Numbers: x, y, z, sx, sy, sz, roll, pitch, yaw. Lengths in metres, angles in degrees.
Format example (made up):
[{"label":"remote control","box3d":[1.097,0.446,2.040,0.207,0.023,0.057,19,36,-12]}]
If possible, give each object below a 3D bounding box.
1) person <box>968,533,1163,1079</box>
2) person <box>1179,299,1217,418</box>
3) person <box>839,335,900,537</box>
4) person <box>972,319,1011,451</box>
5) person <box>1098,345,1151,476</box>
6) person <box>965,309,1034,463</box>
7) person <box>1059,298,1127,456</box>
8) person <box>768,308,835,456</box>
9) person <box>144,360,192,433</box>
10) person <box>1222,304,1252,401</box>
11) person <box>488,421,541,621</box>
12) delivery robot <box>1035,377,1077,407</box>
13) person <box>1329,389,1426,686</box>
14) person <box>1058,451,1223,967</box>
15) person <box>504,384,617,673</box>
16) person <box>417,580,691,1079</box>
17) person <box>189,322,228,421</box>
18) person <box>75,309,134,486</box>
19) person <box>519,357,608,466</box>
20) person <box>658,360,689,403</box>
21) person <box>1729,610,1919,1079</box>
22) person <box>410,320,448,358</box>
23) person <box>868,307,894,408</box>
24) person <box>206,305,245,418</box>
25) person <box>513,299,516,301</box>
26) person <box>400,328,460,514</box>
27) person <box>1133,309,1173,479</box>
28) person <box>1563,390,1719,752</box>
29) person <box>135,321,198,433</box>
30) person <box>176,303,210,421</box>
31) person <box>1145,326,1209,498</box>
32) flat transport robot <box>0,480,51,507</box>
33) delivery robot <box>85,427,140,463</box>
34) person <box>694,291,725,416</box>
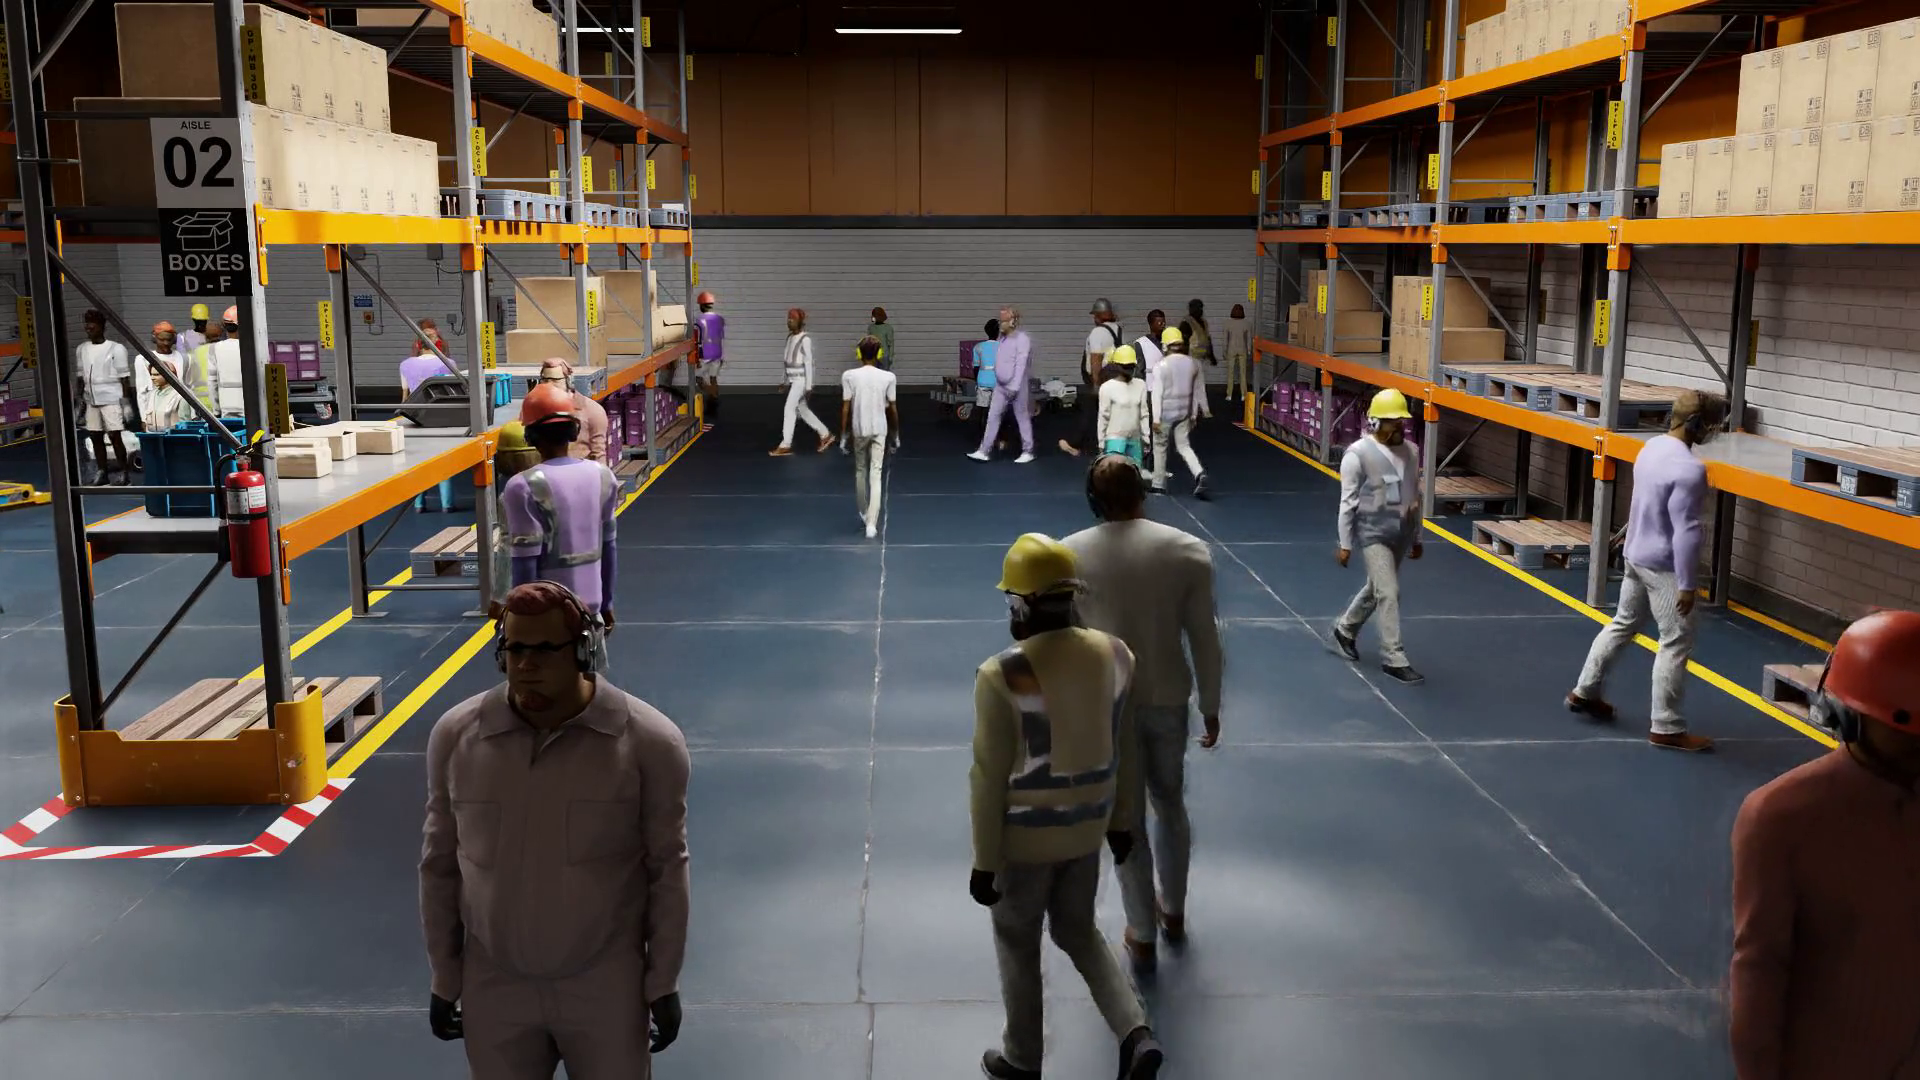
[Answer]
[{"label":"person","box3d":[0.319,0.886,5.066,0.620,1.810,0.620,-7,12,-35]},{"label":"person","box3d":[3.634,-2.780,25.489,0.664,1.805,0.678,7,12,35]},{"label":"person","box3d":[-0.835,-0.975,15.381,0.554,1.819,0.989,0,10,-1]},{"label":"person","box3d":[0.419,-1.986,21.368,0.535,1.697,0.322,4,11,20]},{"label":"person","box3d":[1.468,-0.952,15.463,0.527,1.745,0.622,-6,12,-31]},{"label":"person","box3d":[0.524,-1.830,20.041,0.937,1.866,0.646,-8,13,-36]},{"label":"person","box3d":[1.740,-2.034,20.676,1.009,2.000,0.702,9,14,42]},{"label":"person","box3d":[-1.996,-2.003,21.040,0.905,1.857,0.573,-4,11,-23]},{"label":"person","box3d":[-7.027,-0.778,14.798,0.522,1.640,0.306,4,11,23]},{"label":"person","box3d":[4.681,-3.163,28.104,0.499,1.633,0.286,1,10,5]},{"label":"person","box3d":[-2.342,0.229,8.915,0.425,1.738,0.503,3,11,18]},{"label":"delivery robot","box3d":[1.507,-2.332,26.218,0.477,0.478,0.707,-8,13,-39]},{"label":"person","box3d":[2.606,-0.057,10.352,0.599,1.796,0.889,-6,12,-30]},{"label":"person","box3d":[0.642,0.617,6.295,0.665,1.900,0.625,0,10,0]},{"label":"person","box3d":[-1.848,0.302,7.662,0.382,2.039,0.615,7,12,34]},{"label":"person","box3d":[-0.963,1.034,3.962,0.643,1.908,0.410,0,10,-1]},{"label":"person","box3d":[-8.075,-1.472,18.211,0.630,1.801,0.847,-2,10,-10]},{"label":"person","box3d":[-9.276,-1.502,17.990,0.672,1.963,0.361,2,10,13]},{"label":"person","box3d":[-2.746,-0.310,11.491,0.635,1.899,0.397,1,10,6]},{"label":"person","box3d":[-4.293,-2.583,24.764,0.615,1.664,0.585,-2,10,-14]},{"label":"person","box3d":[1.887,1.081,3.525,0.641,1.967,0.567,-2,10,-12]},{"label":"person","box3d":[-7.229,-2.187,22.715,0.562,1.621,0.328,-8,13,-37]},{"label":"person","box3d":[-1.302,-2.949,26.910,0.507,1.631,0.276,6,12,30]},{"label":"person","box3d":[-7.258,-1.342,16.818,0.615,2.041,0.385,1,10,7]},{"label":"person","box3d":[-6.316,-2.672,24.359,0.379,1.996,0.610,-6,12,-28]},{"label":"person","box3d":[-5.212,-1.165,16.420,0.567,1.837,0.387,-1,10,-3]},{"label":"person","box3d":[2.201,-1.658,18.929,0.593,1.917,0.391,-9,14,-42]},{"label":"person","box3d":[3.705,0.145,8.938,0.565,1.908,0.842,0,10,-1]},{"label":"person","box3d":[-7.990,-1.259,16.794,0.358,1.886,0.574,9,13,41]},{"label":"person","box3d":[-9.383,-1.971,20.649,0.587,1.926,0.368,-7,12,-33]},{"label":"person","box3d":[2.272,-1.319,17.373,0.600,1.809,0.774,-6,12,-29]},{"label":"flat transport robot","box3d":[-9.862,-0.402,16.515,0.652,0.197,1.431,4,11,21]},{"label":"delivery robot","box3d":[-9.780,-1.106,19.386,0.707,0.478,0.477,-3,10,-16]},{"label":"person","box3d":[-3.847,-2.847,25.545,0.577,1.925,0.422,-9,14,-42]}]
